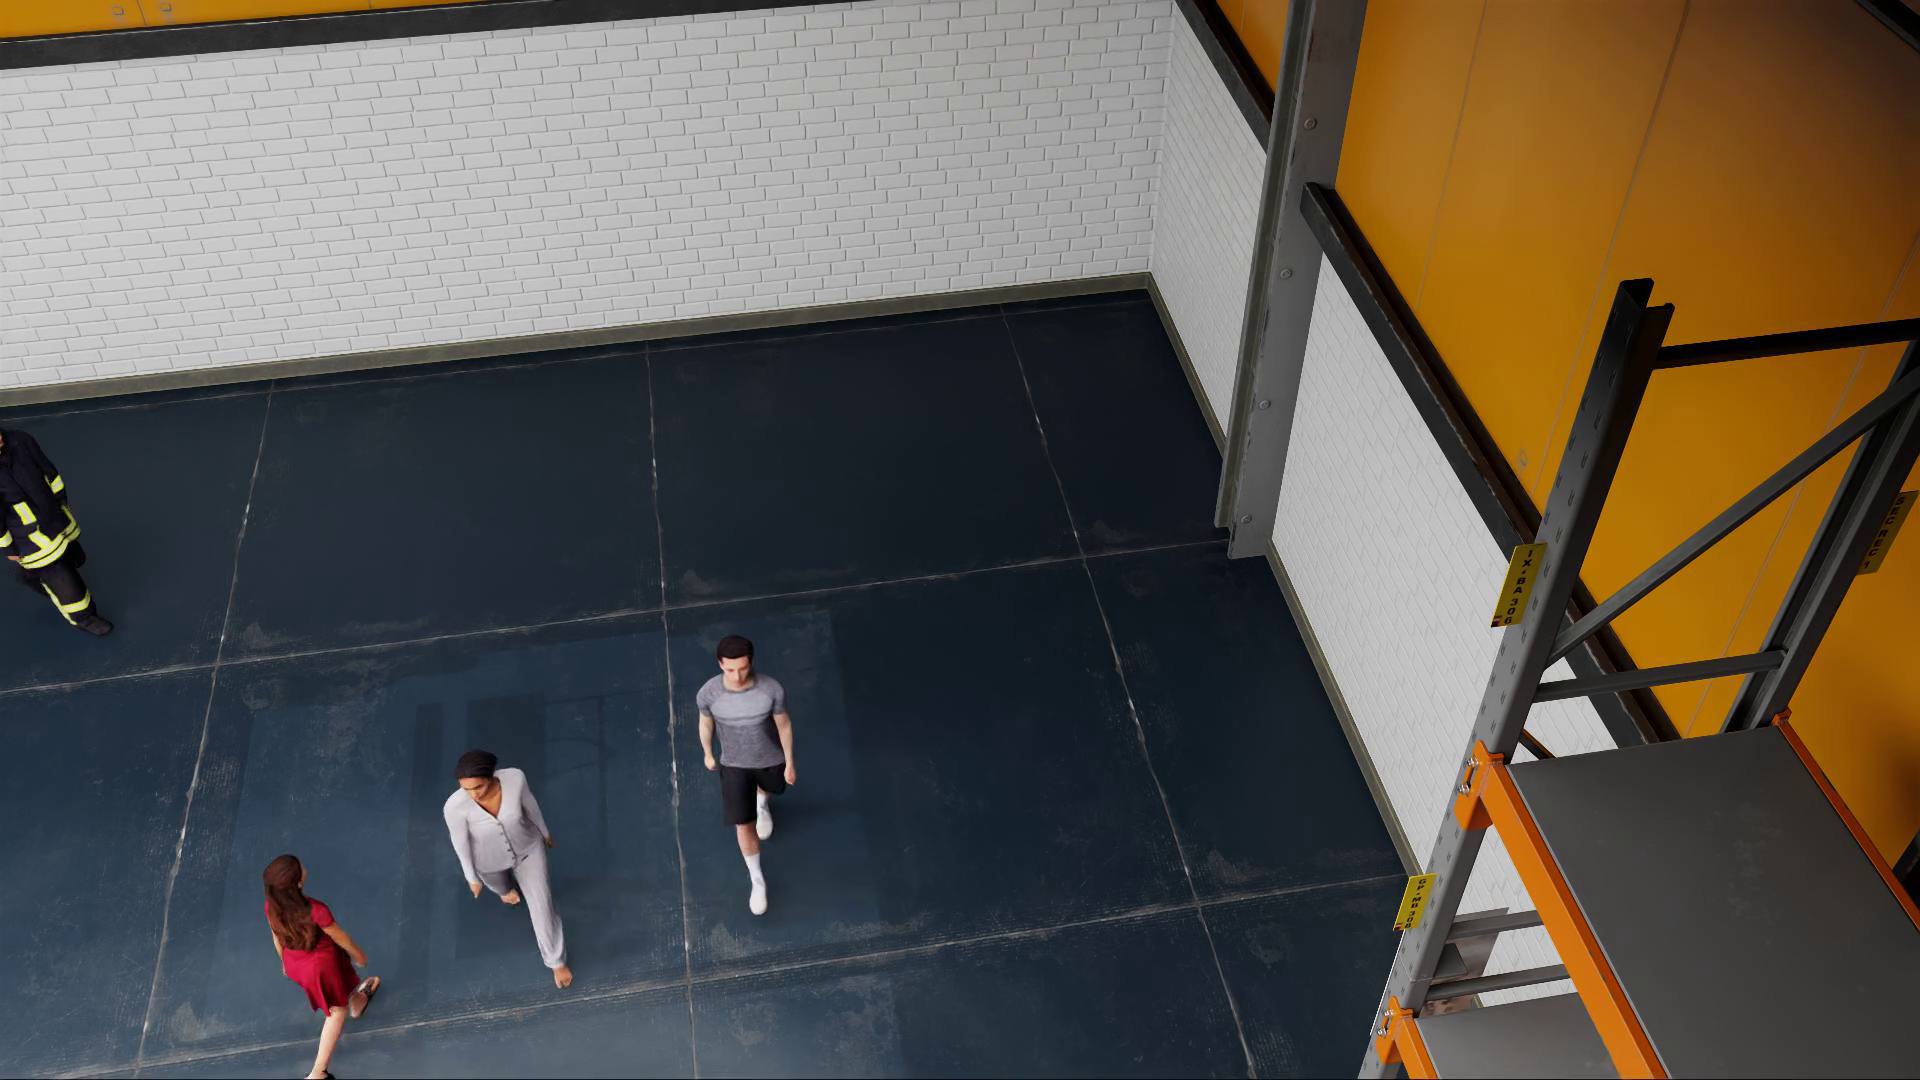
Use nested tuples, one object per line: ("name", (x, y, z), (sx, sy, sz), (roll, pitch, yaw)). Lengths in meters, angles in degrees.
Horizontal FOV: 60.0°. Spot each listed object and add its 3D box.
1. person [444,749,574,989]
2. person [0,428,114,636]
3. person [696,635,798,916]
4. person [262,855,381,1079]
("person", (-2.538, 1.652, 9.147), (0.968, 1.698, 1.263), (-24, 48, -23))
("person", (-6.137, -0.143, 10.878), (1.068, 1.910, 1.071), (10, 45, 11))
("person", (-1.192, 1.165, 9.564), (0.687, 1.829, 1.129), (-6, 44, -7))
("person", (-3.376, 2.251, 8.644), (0.826, 1.525, 1.068), (10, 45, 10))
